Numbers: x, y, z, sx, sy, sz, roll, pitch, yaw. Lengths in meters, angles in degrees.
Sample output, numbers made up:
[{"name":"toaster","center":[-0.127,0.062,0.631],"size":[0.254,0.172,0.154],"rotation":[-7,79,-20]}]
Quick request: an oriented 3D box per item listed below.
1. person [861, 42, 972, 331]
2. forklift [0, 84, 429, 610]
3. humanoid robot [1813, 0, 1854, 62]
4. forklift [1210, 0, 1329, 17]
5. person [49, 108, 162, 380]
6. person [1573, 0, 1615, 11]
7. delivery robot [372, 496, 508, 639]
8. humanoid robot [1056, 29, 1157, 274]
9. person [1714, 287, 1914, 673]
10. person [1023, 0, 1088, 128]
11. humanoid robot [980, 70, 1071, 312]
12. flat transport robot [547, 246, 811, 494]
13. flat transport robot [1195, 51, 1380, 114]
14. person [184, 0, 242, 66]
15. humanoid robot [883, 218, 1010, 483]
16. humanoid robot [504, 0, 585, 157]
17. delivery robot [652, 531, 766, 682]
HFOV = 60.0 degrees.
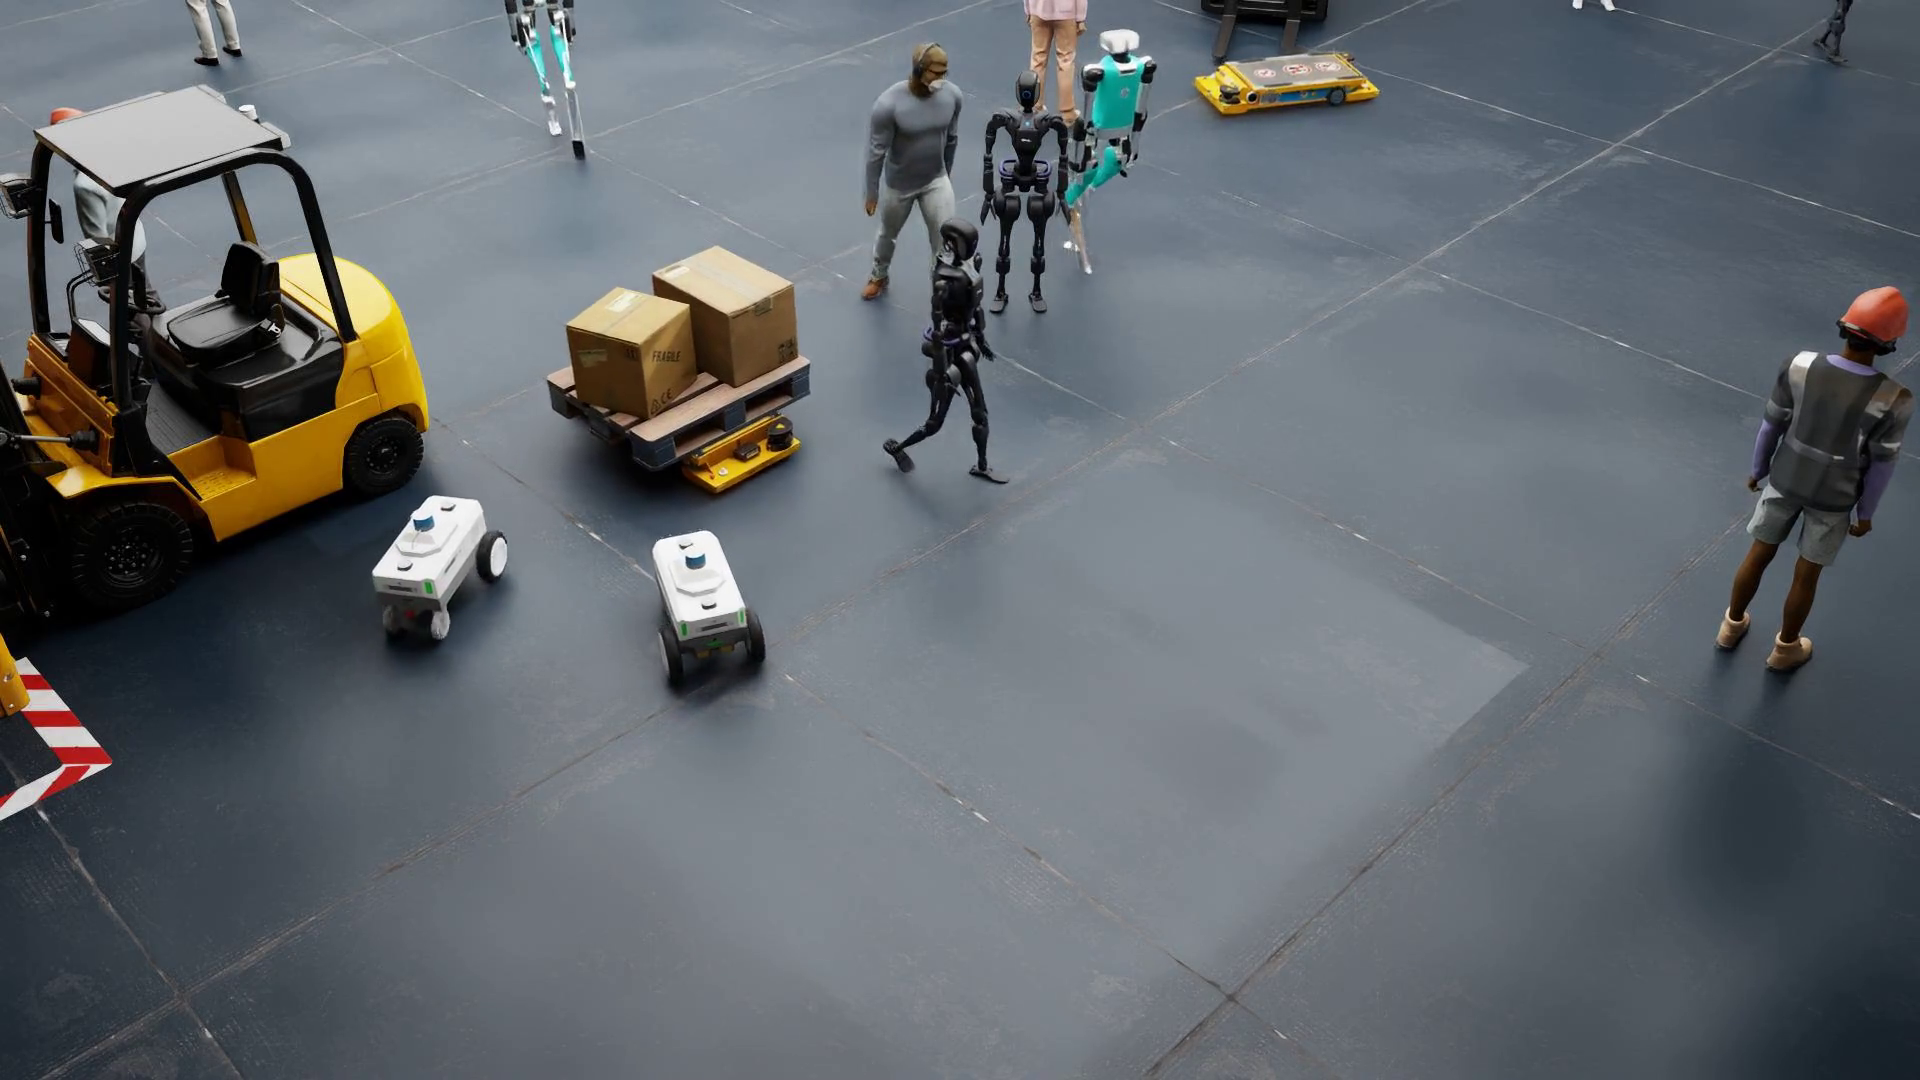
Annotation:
[{"name":"person","center":[-0.298,-2.318,10.756],"size":[0.683,1.886,0.975],"rotation":[-15,39,-19]},{"name":"forklift","center":[-4.145,-1.093,8.856],"size":[2.313,2.155,1.214],"rotation":[-31,47,-34]},{"name":"humanoid robot","center":[7.927,-5.037,14.582],"size":[0.595,1.635,0.691],"rotation":[-8,38,-11]},{"name":"forklift","center":[3.106,-6.400,15.960],"size":[1.214,2.155,2.313],"rotation":[8,37,10]},{"name":"person","center":[-5.184,-1.802,10.178],"size":[0.351,1.742,0.572],"rotation":[-3,37,-4]},{"name":"person","center":[6.131,-5.806,15.630],"size":[0.514,1.633,0.315],"rotation":[6,37,8]},{"name":"delivery robot","center":[-2.730,0.095,8.614],"size":[0.499,0.575,0.759],"rotation":[6,37,8]},{"name":"humanoid robot","center":[0.891,-2.658,11.398],"size":[0.549,1.856,0.822],"rotation":[-17,40,-21]},{"name":"person","center":[4.047,-0.269,7.876],"size":[0.379,2.045,0.604],"rotation":[-30,46,-34]},{"name":"person","center":[0.757,-4.200,13.353],"size":[0.536,1.781,0.401],"rotation":[15,39,19]},{"name":"humanoid robot","center":[0.432,-2.255,10.827],"size":[0.599,1.657,0.315],"rotation":[1,37,1]},{"name":"flat transport robot","center":[-1.672,-0.753,10.005],"size":[1.431,0.231,0.659],"rotation":[30,46,34]},{"name":"flat transport robot","center":[2.801,-3.915,14.237],"size":[1.431,0.231,0.659],"rotation":[-9,38,-12]},{"name":"person","center":[-6.675,-5.045,14.484],"size":[0.384,1.782,0.552],"rotation":[20,41,25]},{"name":"humanoid robot","center":[-0.071,-1.051,9.262],"size":[0.740,1.640,0.609],"rotation":[16,40,20]},{"name":"humanoid robot","center":[-3.195,-3.870,12.955],"size":[0.540,1.765,0.964],"rotation":[-12,39,-16]},{"name":"delivery robot","center":[-1.300,0.308,8.351],"size":[0.499,0.601,0.788],"rotation":[-12,38,-16]}]
